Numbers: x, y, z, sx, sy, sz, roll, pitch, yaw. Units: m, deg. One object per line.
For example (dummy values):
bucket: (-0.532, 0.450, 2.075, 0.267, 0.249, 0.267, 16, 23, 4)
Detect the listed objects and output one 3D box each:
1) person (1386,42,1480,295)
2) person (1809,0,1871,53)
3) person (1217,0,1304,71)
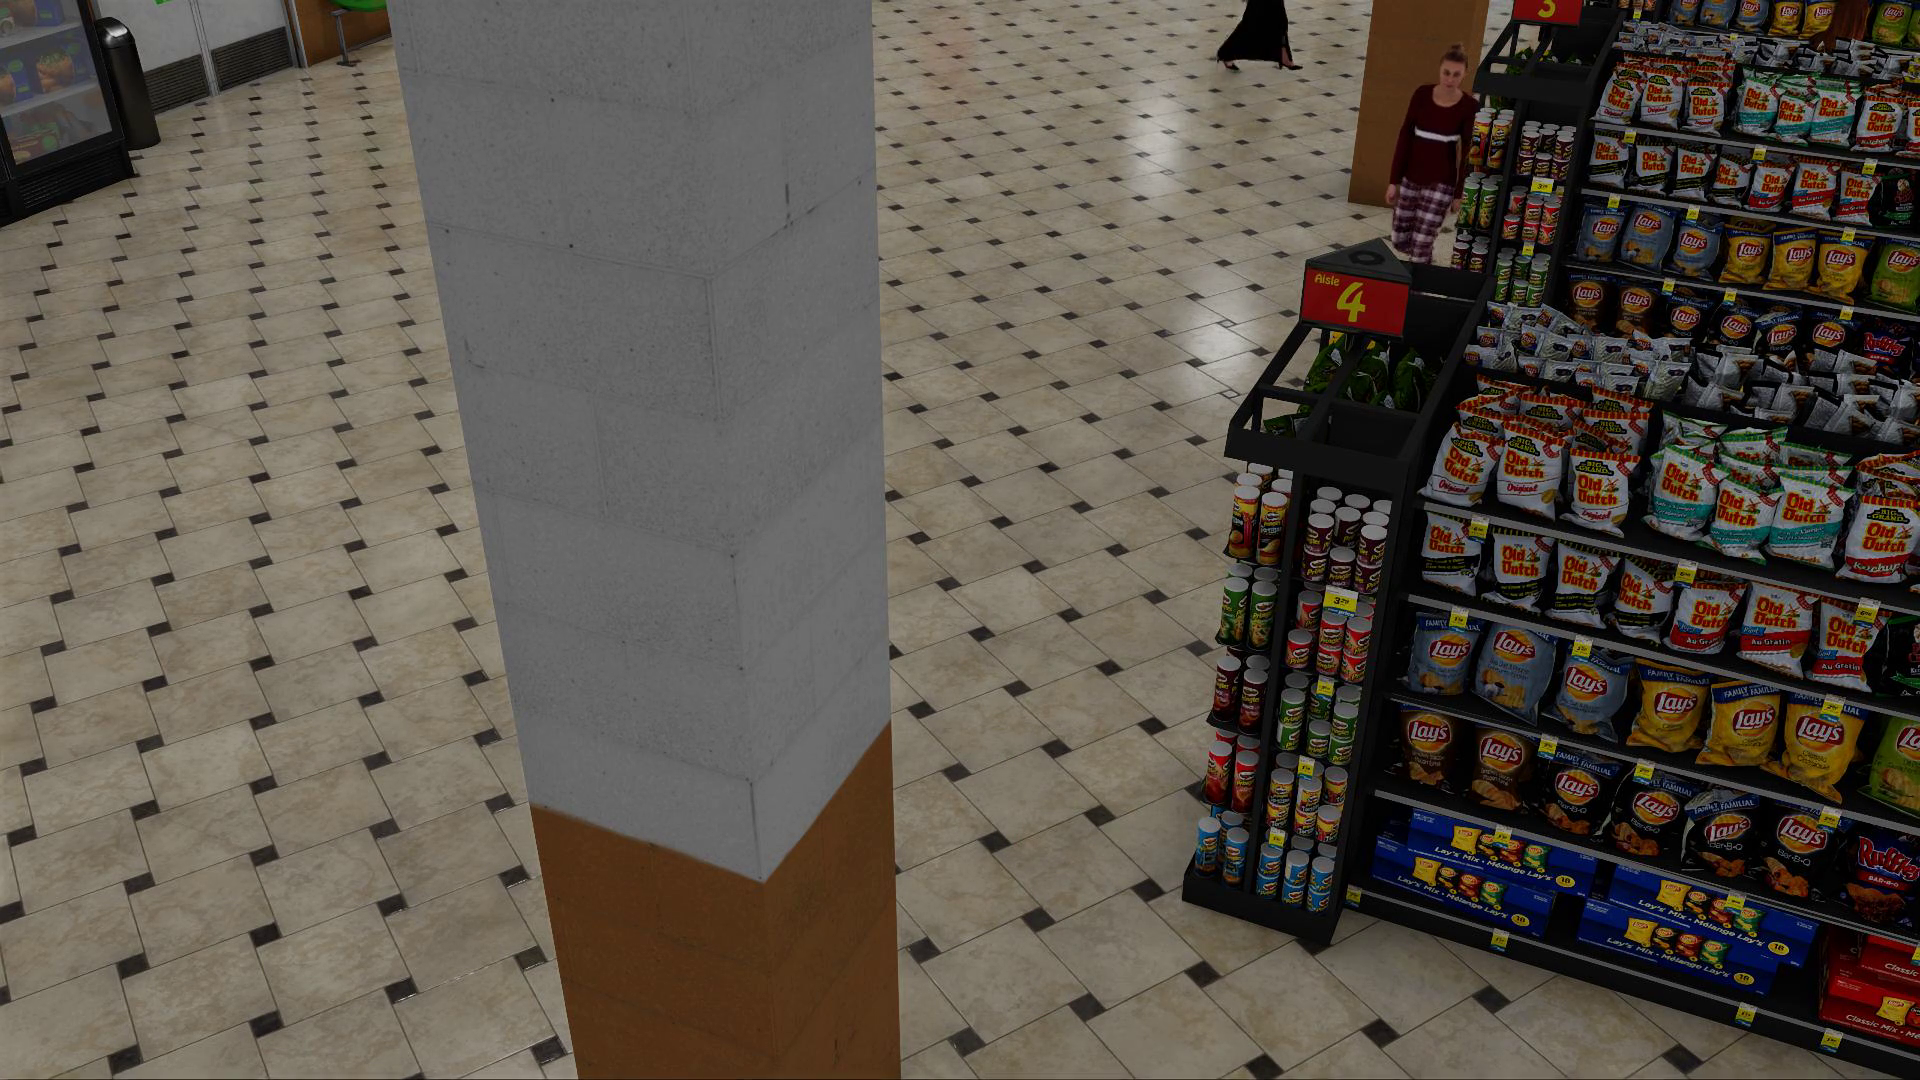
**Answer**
person: (2.915, -2.226, 10.276, 0.791, 1.686, 0.750, 19, 36, 27)
person: (5.807, -2.846, 11.258, 0.740, 1.703, 0.677, -11, 34, -17)
person: (2.624, -4.881, 14.658, 1.084, 1.564, 0.812, 2, 32, 4)
